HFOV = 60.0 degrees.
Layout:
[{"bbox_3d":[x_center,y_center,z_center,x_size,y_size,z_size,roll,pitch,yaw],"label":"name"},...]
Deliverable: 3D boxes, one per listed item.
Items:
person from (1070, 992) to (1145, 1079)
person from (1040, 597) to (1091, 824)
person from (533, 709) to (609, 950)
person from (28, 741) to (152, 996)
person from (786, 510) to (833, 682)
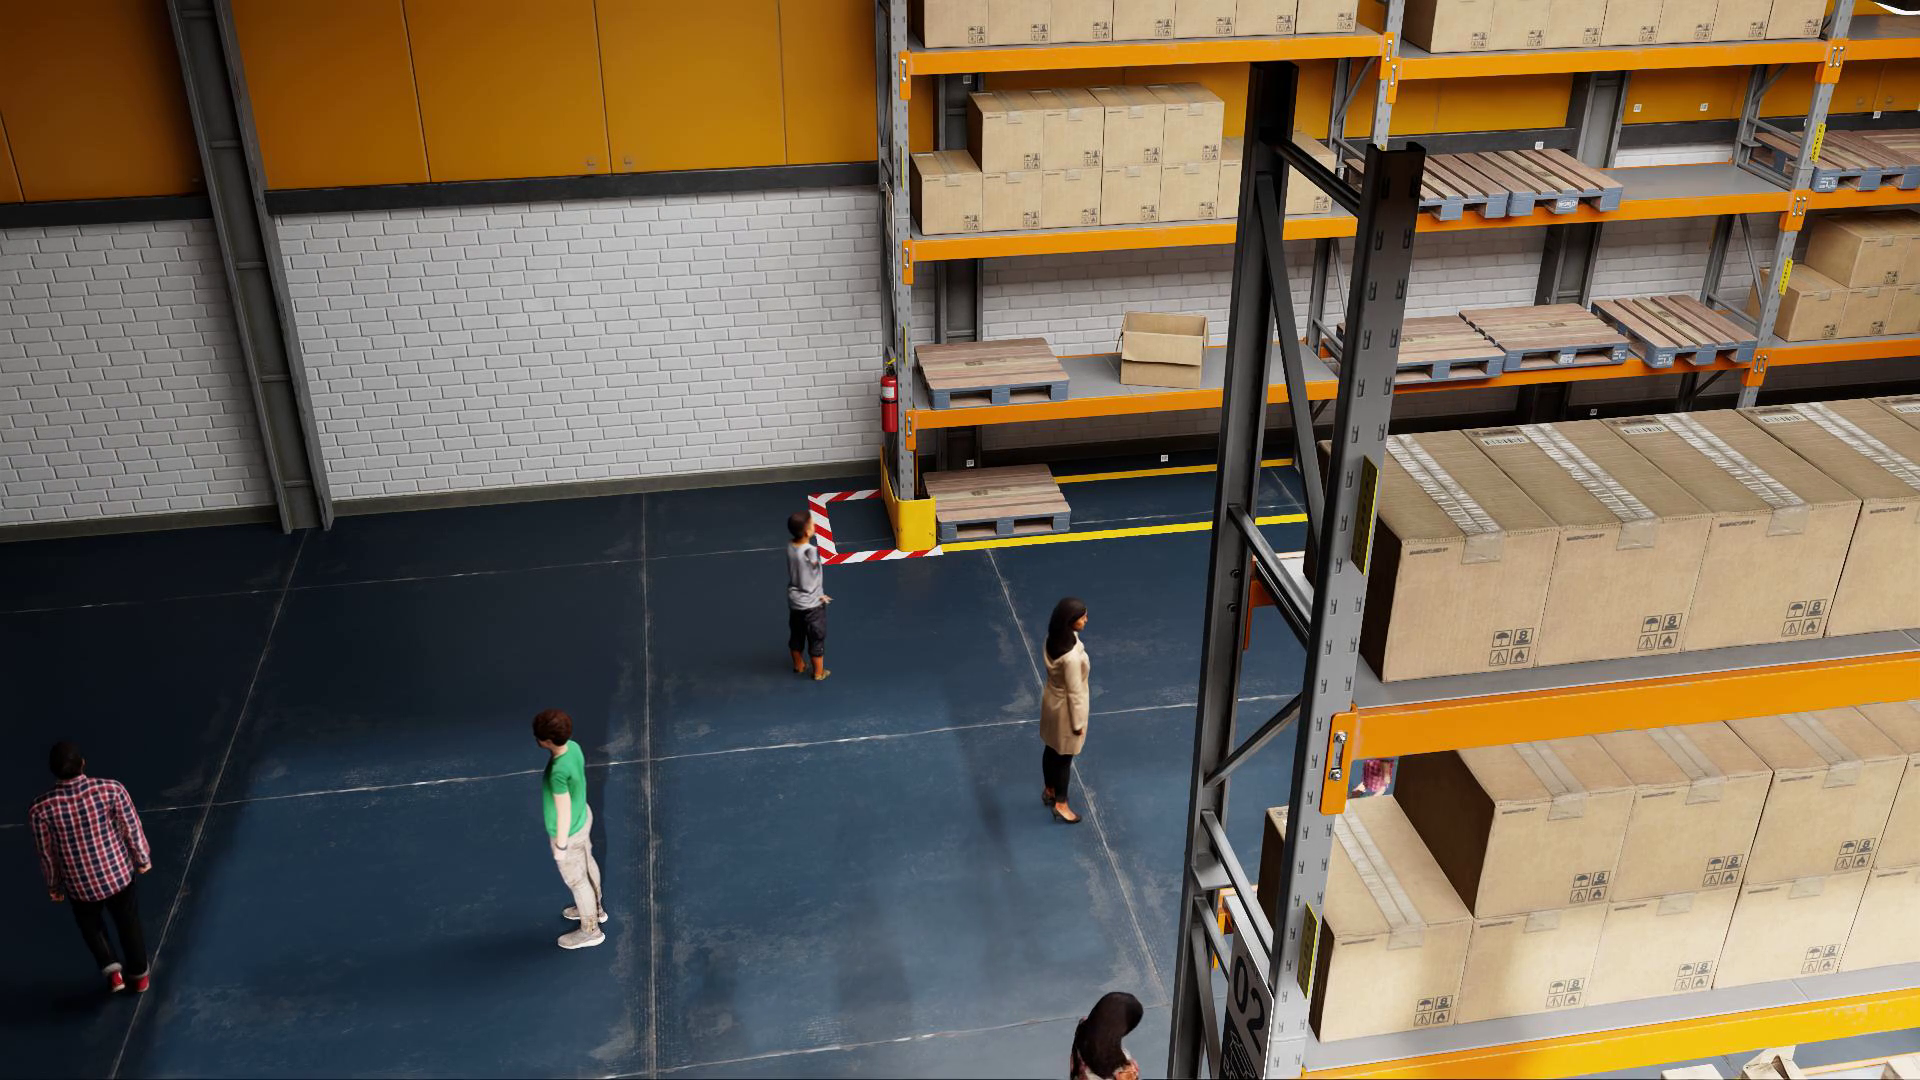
[{"bbox_3d":[0.594,2.824,7.998,0.975,1.619,0.832,-18,34,-30],"label":"person"},{"bbox_3d":[0.686,1.124,11.049,0.546,1.681,0.657,-7,29,-13],"label":"person"},{"bbox_3d":[-2.332,1.717,9.993,0.564,1.651,0.622,-1,29,-2],"label":"person"},{"bbox_3d":[-4.922,1.931,9.494,0.738,1.755,0.872,-16,32,-27],"label":"person"},{"bbox_3d":[-1.178,0.384,12.641,0.649,1.456,0.701,20,34,32],"label":"person"}]
